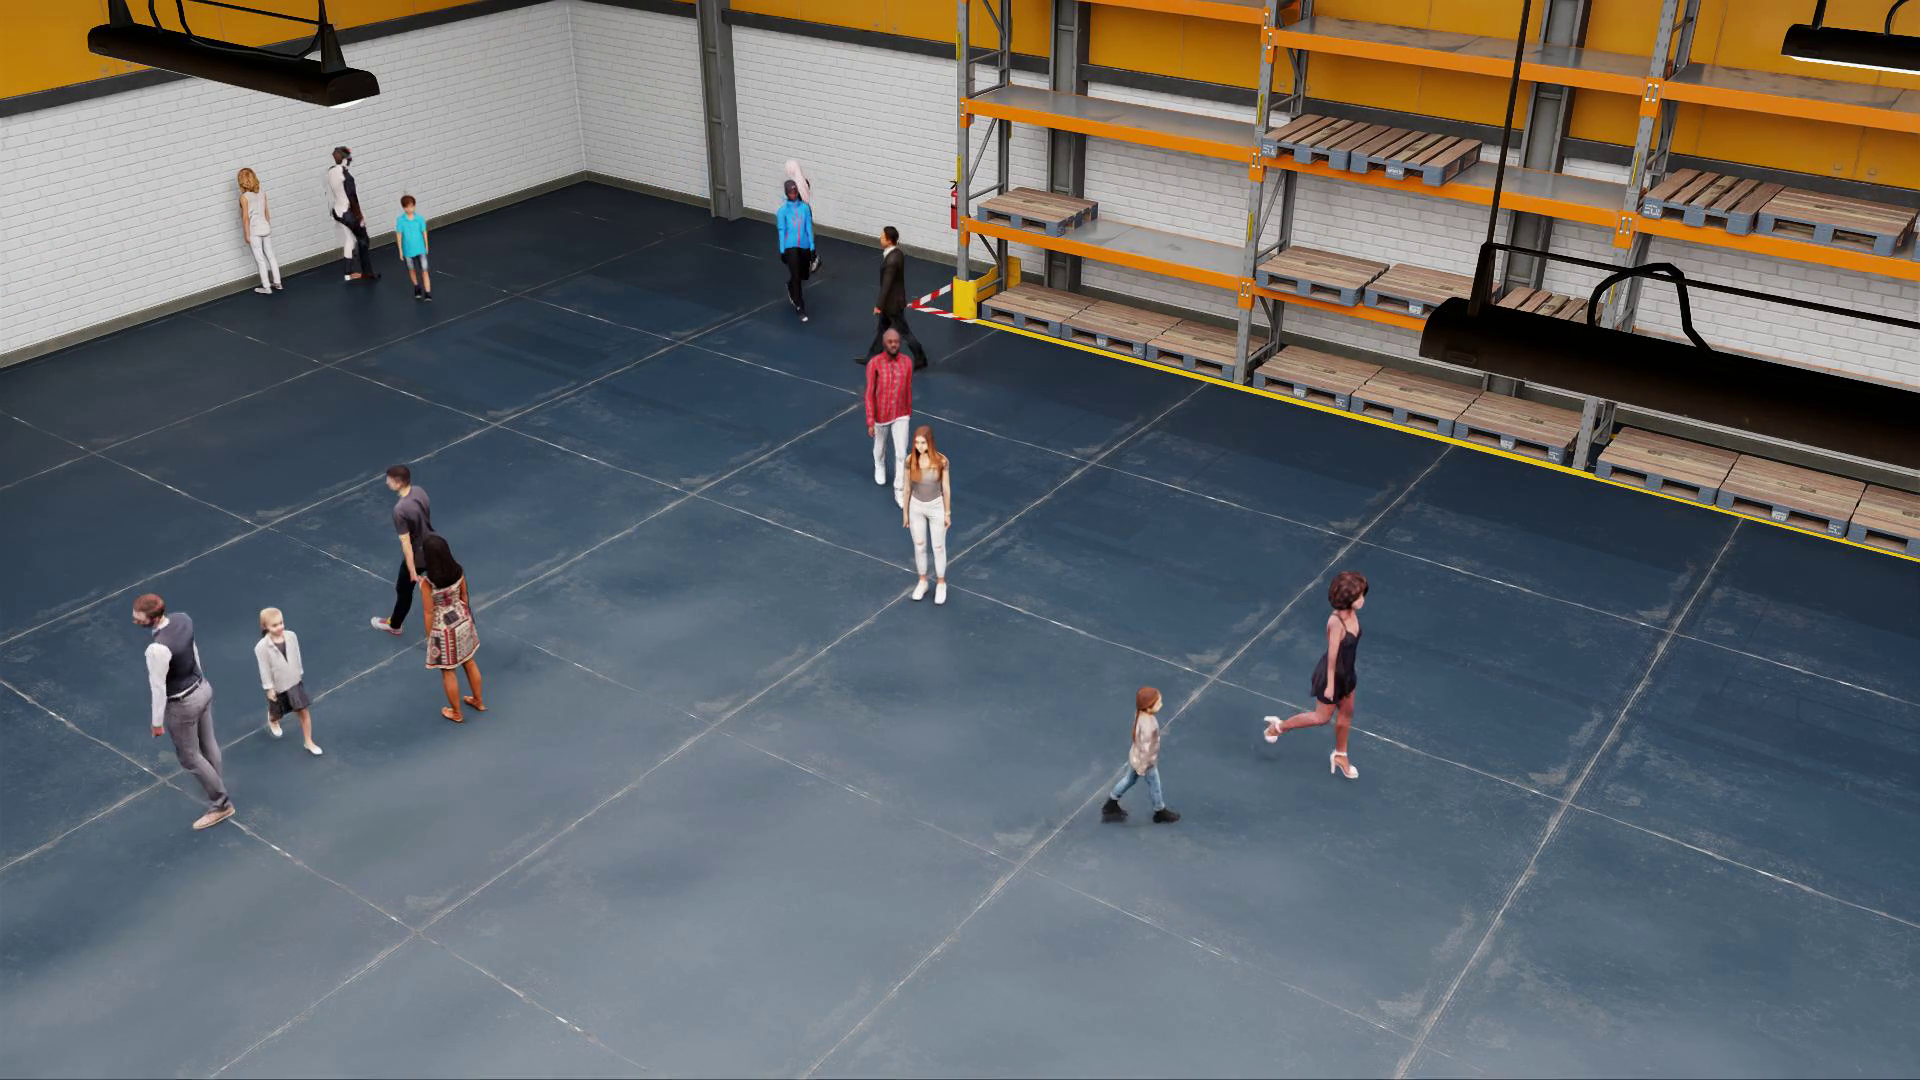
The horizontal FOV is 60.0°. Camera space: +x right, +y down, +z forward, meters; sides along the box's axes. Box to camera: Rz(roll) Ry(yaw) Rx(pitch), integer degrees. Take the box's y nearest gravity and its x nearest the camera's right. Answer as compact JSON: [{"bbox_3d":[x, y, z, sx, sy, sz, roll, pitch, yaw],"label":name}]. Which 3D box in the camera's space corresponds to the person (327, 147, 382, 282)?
[{"bbox_3d":[-8.235,-4.335,22.286,0.684,1.871,0.812,19,34,30],"label":"person"}]

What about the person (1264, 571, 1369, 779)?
[{"bbox_3d":[2.750,1.014,12.590,1.016,1.767,0.615,16,32,26],"label":"person"}]

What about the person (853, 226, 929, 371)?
[{"bbox_3d":[-0.695,-2.788,19.565,1.255,1.760,1.100,1,29,1],"label":"person"}]

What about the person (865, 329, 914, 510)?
[{"bbox_3d":[-0.739,-1.295,16.783,1.168,1.805,1.227,-5,29,-9],"label":"person"}]

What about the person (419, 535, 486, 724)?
[{"bbox_3d":[-4.077,0.698,13.296,0.537,1.644,0.661,16,32,27],"label":"person"}]

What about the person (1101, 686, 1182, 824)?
[{"bbox_3d":[1.288,1.581,12.169,0.882,1.174,0.771,-1,29,-1],"label":"person"}]

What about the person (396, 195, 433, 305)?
[{"bbox_3d":[-7.181,-3.830,21.843,0.886,1.408,1.012,-8,30,-15],"label":"person"}]

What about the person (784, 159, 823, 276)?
[{"bbox_3d":[-2.101,-4.336,22.562,0.825,1.607,0.739,12,31,21],"label":"person"}]

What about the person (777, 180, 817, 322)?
[{"bbox_3d":[-2.120,-3.751,21.318,0.910,1.774,1.146,-15,32,-25],"label":"person"}]

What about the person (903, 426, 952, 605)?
[{"bbox_3d":[-0.284,-0.254,14.968,0.610,1.715,0.730,5,29,8],"label":"person"}]

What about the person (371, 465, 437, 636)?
[{"bbox_3d":[-4.517,0.169,14.206,1.271,1.702,0.923,8,30,14],"label":"person"}]

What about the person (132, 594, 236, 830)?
[{"bbox_3d":[-5.650,1.153,12.180,0.851,1.913,0.865,10,30,17],"label":"person"}]

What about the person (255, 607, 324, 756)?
[{"bbox_3d":[-5.308,1.088,12.981,0.846,1.260,0.597,25,37,38],"label":"person"}]

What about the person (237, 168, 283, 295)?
[{"bbox_3d":[-9.319,-4.114,22.089,0.613,1.672,0.633,11,30,19],"label":"person"}]
